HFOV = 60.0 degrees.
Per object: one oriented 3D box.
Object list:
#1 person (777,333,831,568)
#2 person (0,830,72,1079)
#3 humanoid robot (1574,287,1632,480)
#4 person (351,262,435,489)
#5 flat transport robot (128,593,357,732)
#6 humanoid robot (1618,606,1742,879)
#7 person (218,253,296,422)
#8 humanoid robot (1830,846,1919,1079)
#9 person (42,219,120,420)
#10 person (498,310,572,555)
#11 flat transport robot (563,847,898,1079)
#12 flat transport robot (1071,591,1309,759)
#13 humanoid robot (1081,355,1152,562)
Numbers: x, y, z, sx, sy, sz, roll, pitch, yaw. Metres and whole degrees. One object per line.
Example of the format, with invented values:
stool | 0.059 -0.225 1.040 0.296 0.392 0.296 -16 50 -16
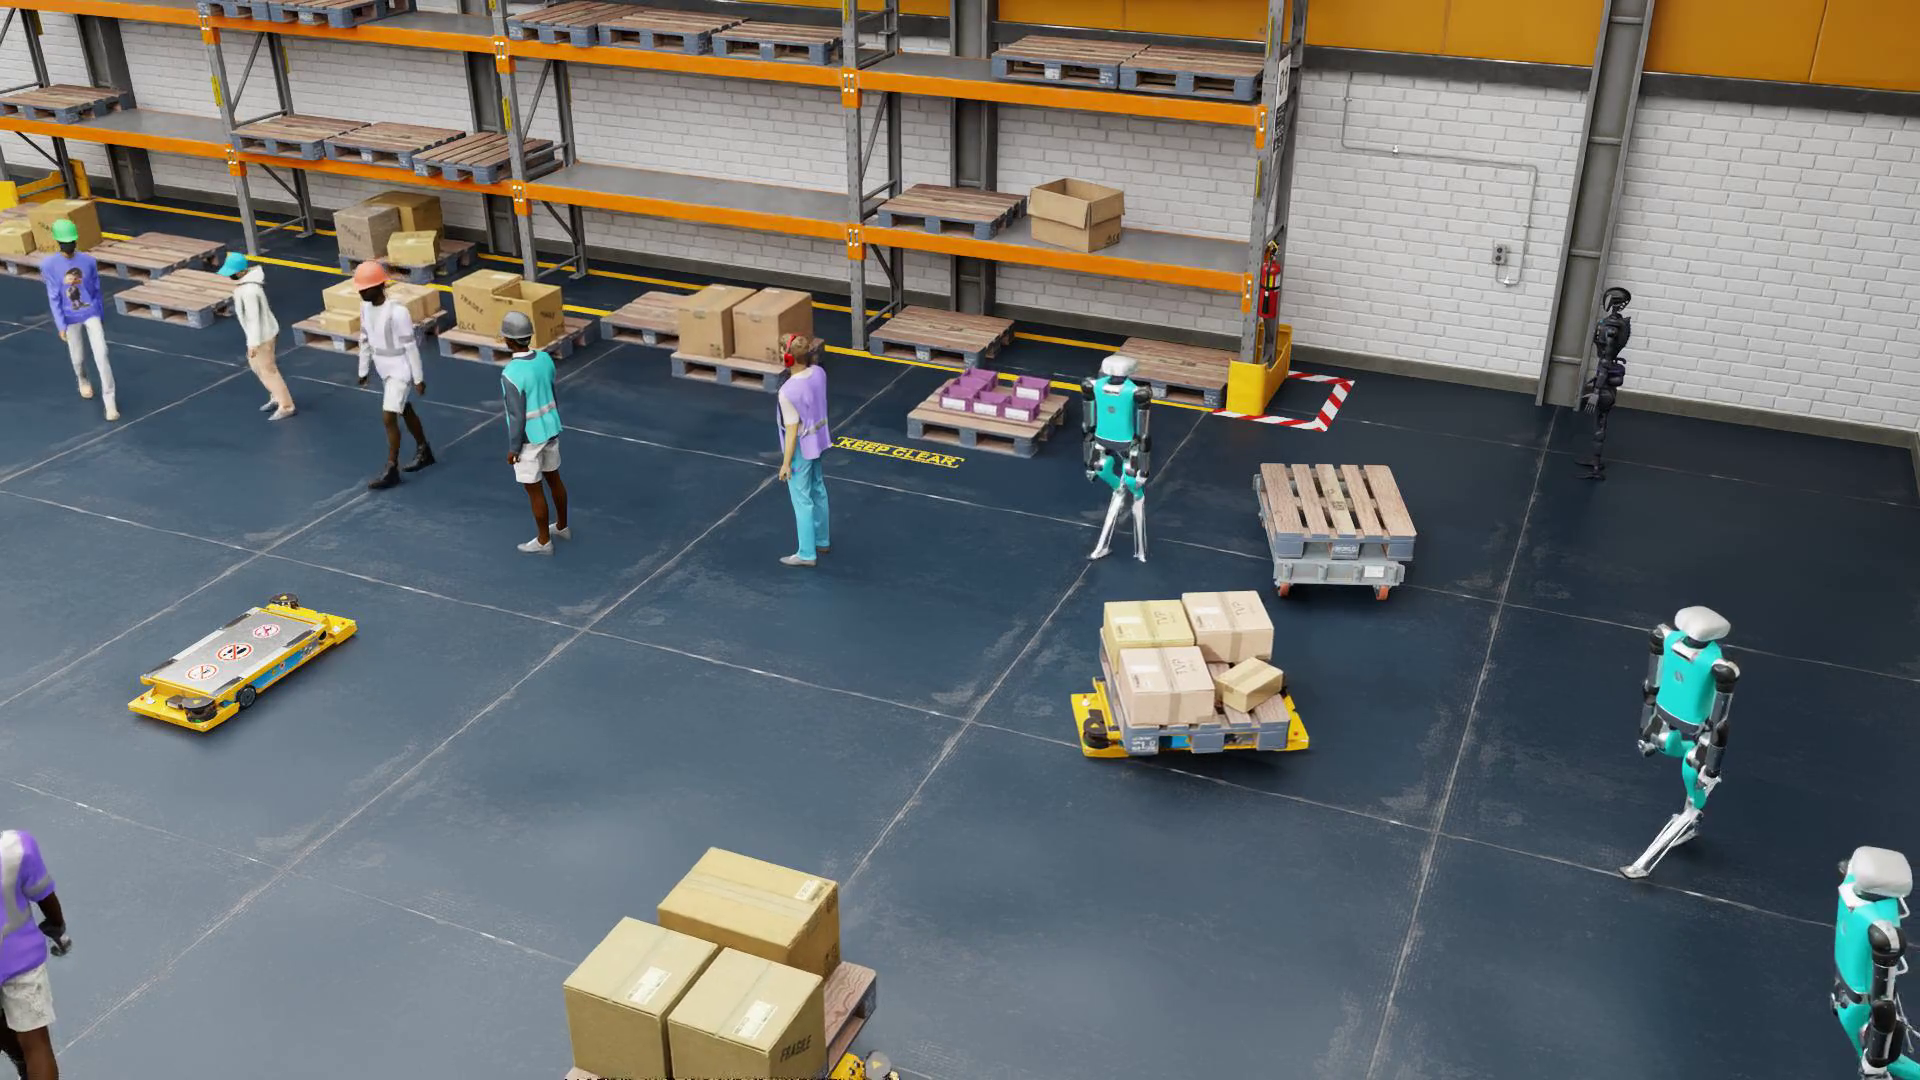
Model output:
person | -1.165 -0.666 12.503 0.374 1.843 0.569 11 29 20
person | -4.340 1.891 7.480 0.608 1.909 1.011 -14 31 -26
humanoid robot | 5.391 -1.318 13.935 0.315 1.657 0.599 11 29 20
person | -4.806 -1.370 13.805 0.576 1.901 0.857 20 33 33
flat transport robot | -4.874 0.816 11.349 0.659 0.231 1.431 11 29 20
humanoid robot | 4.082 1.099 9.198 0.978 1.730 0.538 -15 31 -26
person | -6.334 -1.824 14.965 0.453 1.633 0.524 -13 30 -24
humanoid robot | 4.120 2.140 7.257 0.840 1.823 0.556 4 28 7
person | -8.046 -2.065 15.226 0.459 1.846 0.825 -15 31 -27
person | -3.242 -0.813 12.685 0.425 1.938 0.564 11 29 20
flat transport robot | -1.080 2.564 7.960 1.431 0.231 0.659 11 29 21
flat transport robot | 1.471 1.129 10.741 1.431 0.231 0.659 -2 27 -4
humanoid robot | 1.235 -0.617 12.534 0.535 1.790 0.780 11 29 21
